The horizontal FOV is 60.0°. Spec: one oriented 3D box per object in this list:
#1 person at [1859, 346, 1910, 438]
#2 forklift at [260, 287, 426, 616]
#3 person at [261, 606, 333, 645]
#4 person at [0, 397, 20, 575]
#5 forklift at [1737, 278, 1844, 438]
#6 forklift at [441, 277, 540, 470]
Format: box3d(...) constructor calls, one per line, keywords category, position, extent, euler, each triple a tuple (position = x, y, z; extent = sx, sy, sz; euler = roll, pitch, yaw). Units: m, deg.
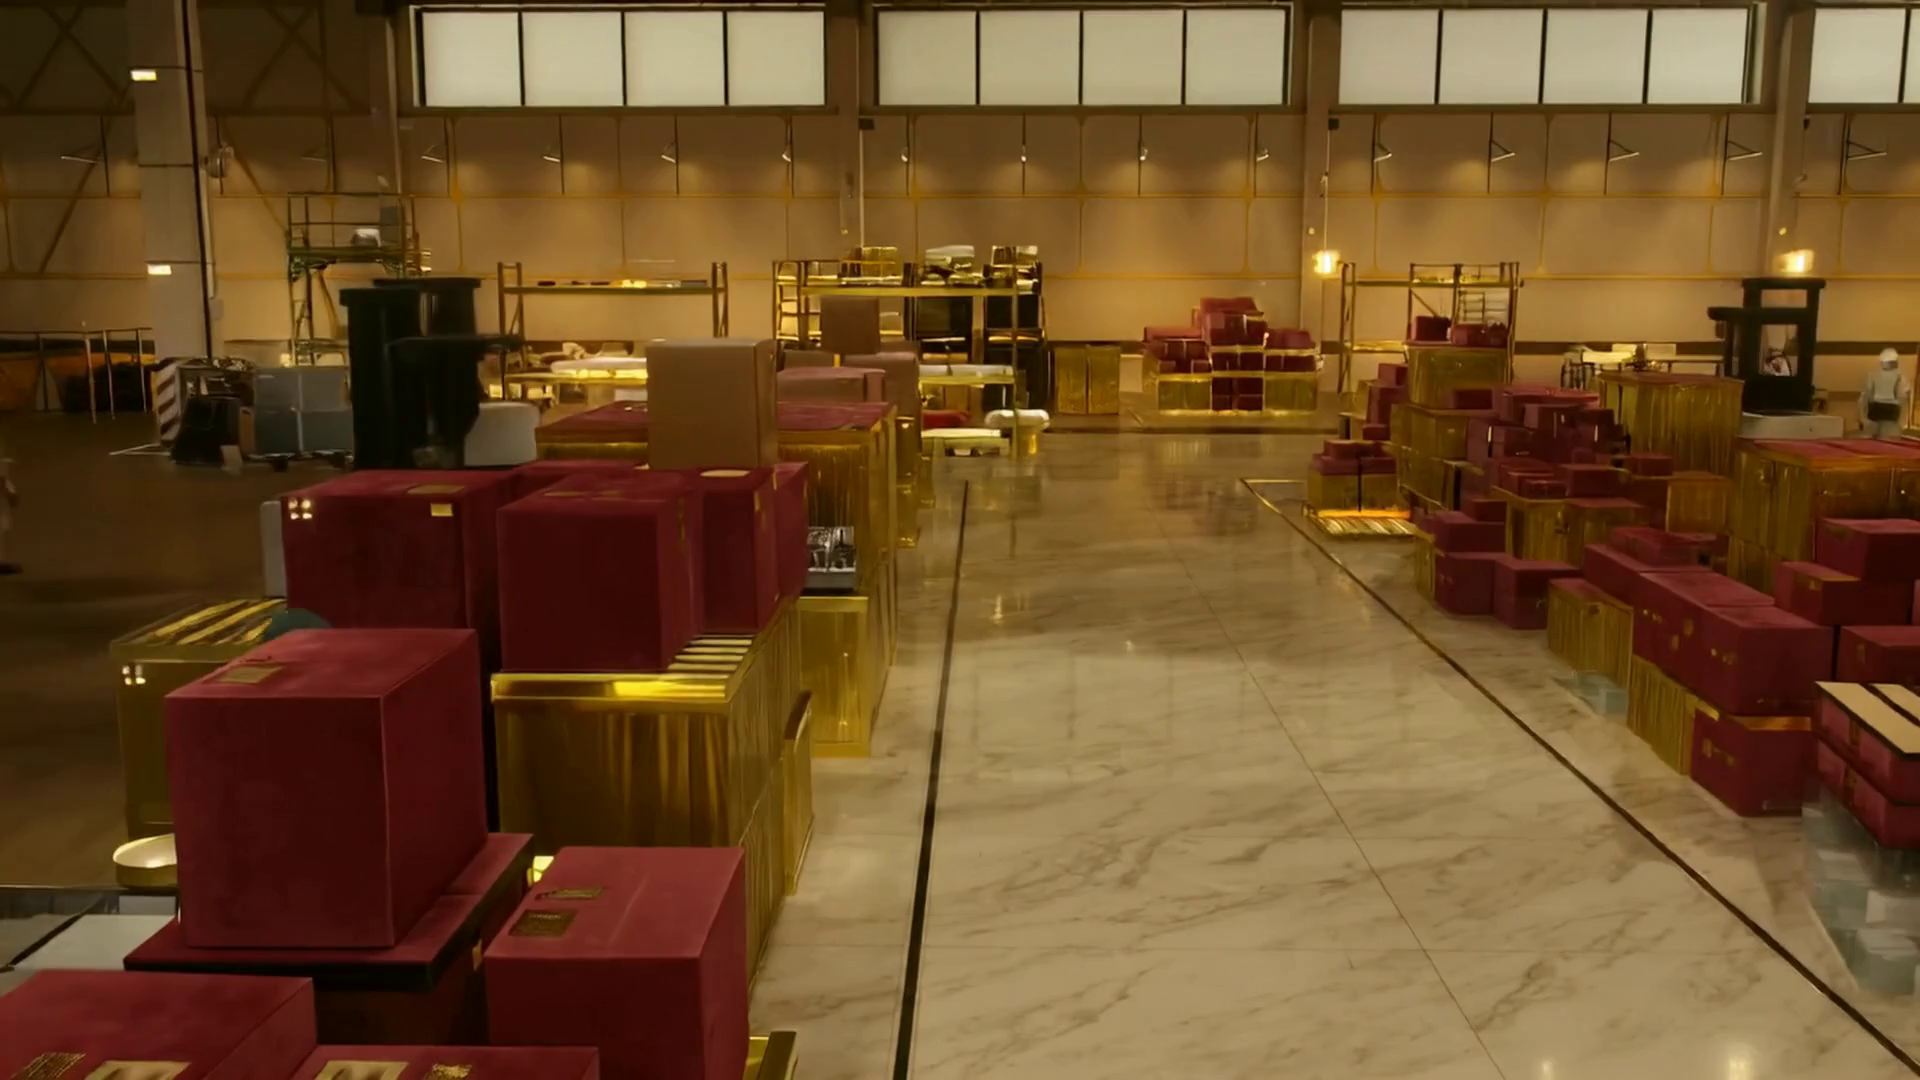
box3d(category="person", position=(12.500, -1.659, 22.502), extent=(0.553, 1.907, 0.493), euler=(8, 12, 39))
box3d(category="forklift", position=(-4.772, -0.711, 13.897), extent=(1.873, 2.768, 1.129), euler=(0, 9, 1))
box3d(category="person", position=(-2.162, 1.166, 5.535), extent=(0.624, 1.912, 0.625), euler=(0, 9, 1))
box3d(category="person", position=(-9.371, -0.595, 16.086), extent=(0.520, 1.921, 0.632), euler=(-3, 10, -20))
box3d(category="forklift", position=(10.738, -2.047, 21.897), extent=(1.129, 2.768, 1.873), euler=(0, 9, 1))
box3d(category="forklift", position=(-6.761, -2.172, 22.647), extent=(1.873, 2.768, 1.129), euler=(-4, 10, -25))
